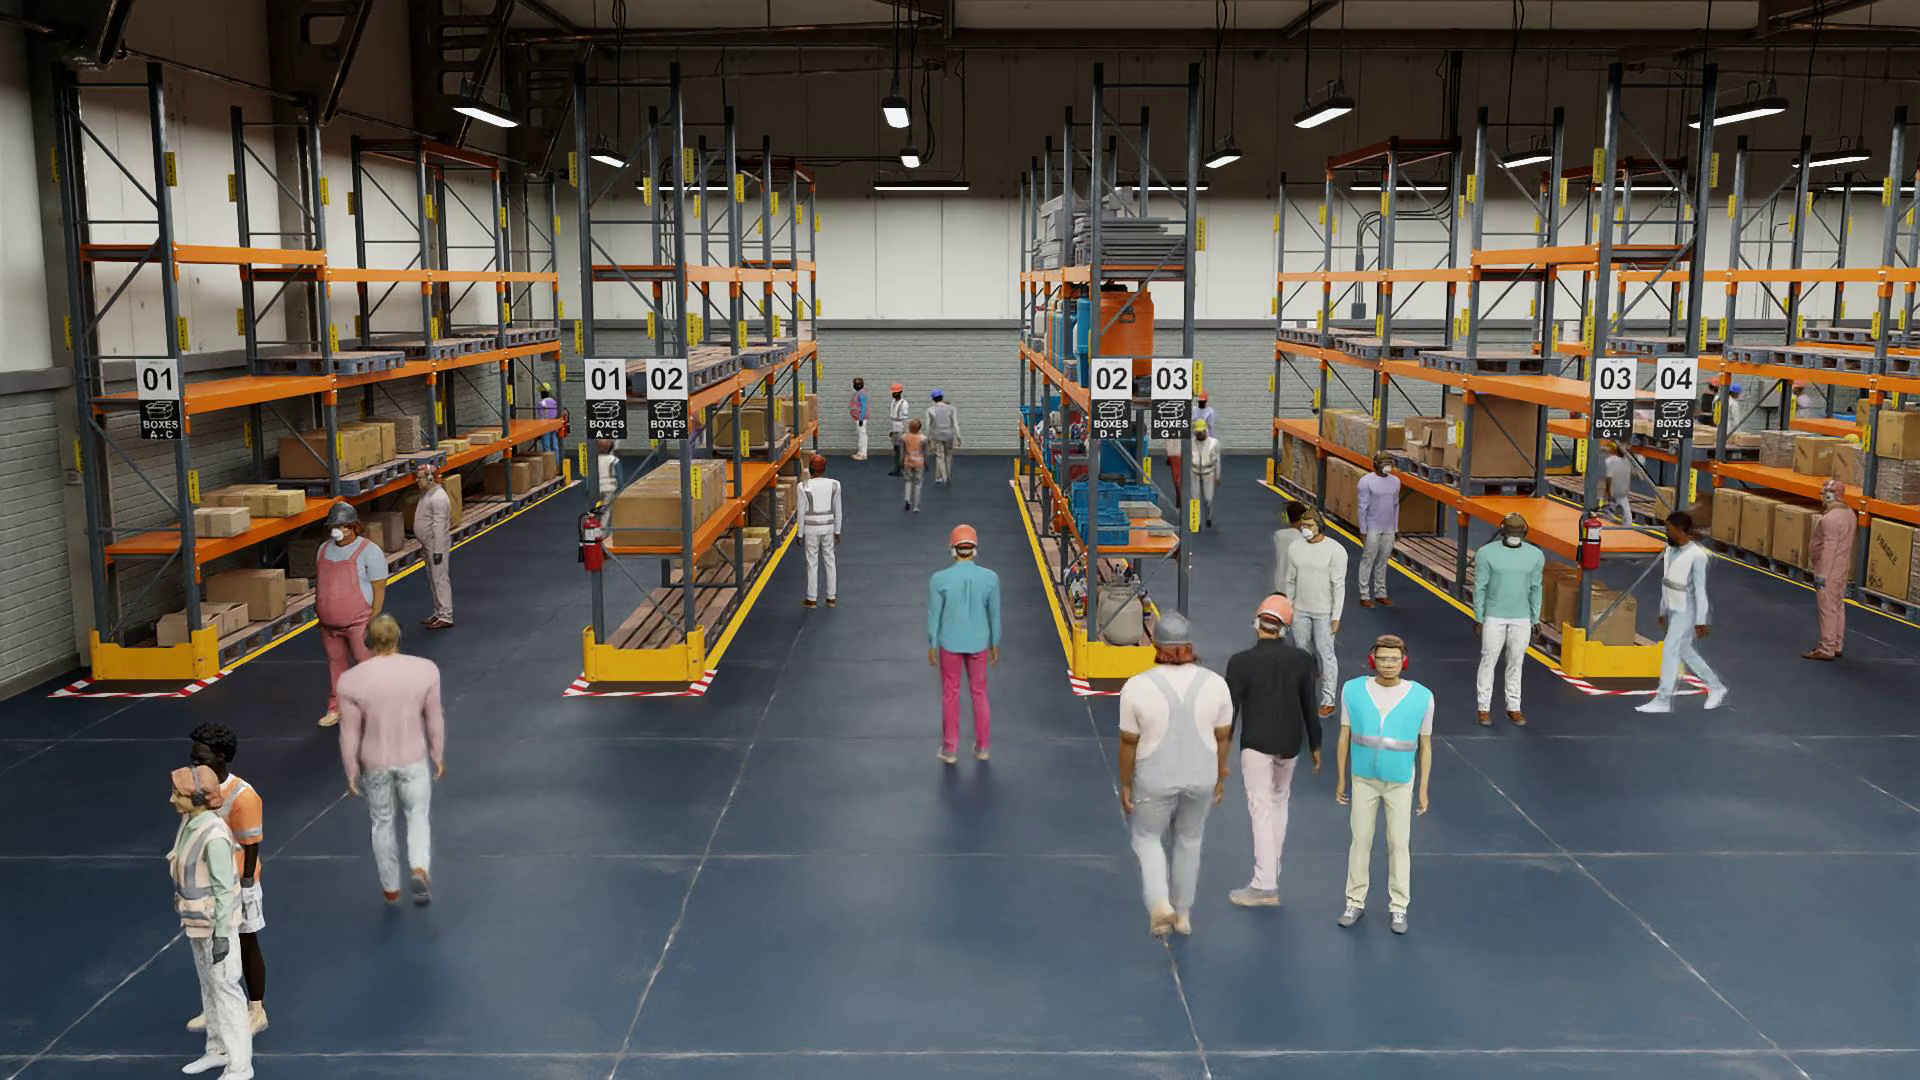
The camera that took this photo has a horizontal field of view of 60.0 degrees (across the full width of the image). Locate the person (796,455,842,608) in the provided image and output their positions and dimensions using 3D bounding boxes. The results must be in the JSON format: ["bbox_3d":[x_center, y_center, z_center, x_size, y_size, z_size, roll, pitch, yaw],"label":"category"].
[{"bbox_3d":[-1.724,-0.104,20.320,0.584,1.882,0.349,-4,10,-25],"label":"person"}]

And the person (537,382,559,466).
[{"bbox_3d":[-8.467,-2.269,34.114,0.385,1.922,0.594,5,10,28],"label":"person"}]

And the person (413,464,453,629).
[{"bbox_3d":[-6.075,0.075,19.143,0.401,1.900,0.636,-5,10,-32],"label":"person"}]

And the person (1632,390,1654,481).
[{"bbox_3d":[13.729,-2.111,33.460,0.638,1.824,0.725,-2,9,-13],"label":"person"}]

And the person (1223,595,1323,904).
[{"bbox_3d":[2.000,1.346,10.831,0.664,1.943,0.702,-3,9,-16],"label":"person"}]

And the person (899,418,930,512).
[{"bbox_3d":[-0.779,-1.290,28.772,0.539,1.624,0.384,2,9,10],"label":"person"}]

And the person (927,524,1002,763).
[{"bbox_3d":[0.033,0.859,13.805,0.621,1.986,0.395,-2,9,-14],"label":"person"}]

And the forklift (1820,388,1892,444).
[{"bbox_3d":[20.072,-3.110,36.462,1.873,2.768,1.129,0,9,0],"label":"forklift"}]

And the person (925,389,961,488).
[{"bbox_3d":[-0.353,-1.982,32.384,0.676,1.885,0.897,-2,9,-13],"label":"person"}]

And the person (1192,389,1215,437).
[{"bbox_3d":[4.626,-1.958,32.138,0.566,1.912,0.541,6,10,32],"label":"person"}]

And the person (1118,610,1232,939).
[{"bbox_3d":[1.290,1.415,10.039,0.695,2.000,0.687,-1,9,-8],"label":"person"}]

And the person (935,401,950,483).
[{"bbox_3d":[-0.346,-1.955,33.041,0.315,1.629,0.509,1,9,6],"label":"person"}]

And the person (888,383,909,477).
[{"bbox_3d":[-1.274,-2.253,34.011,0.387,1.929,0.548,-5,10,-31],"label":"person"}]

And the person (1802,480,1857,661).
[{"bbox_3d":[9.155,0.318,17.539,0.402,1.904,0.651,9,12,44],"label":"person"}]

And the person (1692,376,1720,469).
[{"bbox_3d":[15.690,-2.436,34.921,0.874,2.018,0.620,-6,11,-35],"label":"person"}]

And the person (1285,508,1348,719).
[{"bbox_3d":[3.247,0.662,15.251,0.373,1.933,0.626,-9,12,-44],"label":"person"}]

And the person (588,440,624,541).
[{"bbox_3d":[-5.379,-0.748,25.401,0.530,1.580,0.873,2,9,13],"label":"person"}]

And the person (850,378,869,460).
[{"bbox_3d":[-2.248,-2.717,37.276,0.430,1.840,0.624,-1,9,-9],"label":"person"}]

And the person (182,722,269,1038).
[{"bbox_3d":[-3.881,1.787,8.753,0.534,1.697,0.318,5,10,27],"label":"person"}]

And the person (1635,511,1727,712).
[{"bbox_3d":[6.756,0.664,15.432,0.889,1.878,0.616,0,9,-3],"label":"person"}]

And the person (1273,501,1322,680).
[{"bbox_3d":[3.366,0.519,16.500,0.827,1.831,0.484,-8,12,-42],"label":"person"}]

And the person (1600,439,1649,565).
[{"bbox_3d":[9.324,-0.556,23.383,0.518,1.831,0.909,-3,9,-17],"label":"person"}]

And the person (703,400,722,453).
[{"bbox_3d":[-4.336,-1.545,29.396,0.497,1.943,0.761,-5,10,-30],"label":"person"}]

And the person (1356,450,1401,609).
[{"bbox_3d":[5.116,-0.129,20.299,0.632,1.940,0.372,-5,10,-27],"label":"person"}]

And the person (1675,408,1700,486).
[{"bbox_3d":[13.897,-1.761,31.782,0.270,1.631,0.507,-5,10,-31],"label":"person"}]

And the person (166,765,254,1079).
[{"bbox_3d":[-3.699,1.902,8.197,0.311,1.638,0.523,-7,11,-39],"label":"person"}]

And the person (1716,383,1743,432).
[{"bbox_3d":[15.736,-2.251,34.058,0.433,1.920,0.647,-1,9,-6],"label":"person"}]

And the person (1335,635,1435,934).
[{"bbox_3d":[2.601,1.481,10.229,0.570,1.849,0.383,3,9,21],"label":"person"}]

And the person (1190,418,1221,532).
[{"bbox_3d":[3.839,-1.029,26.472,0.625,1.817,0.424,2,9,14],"label":"person"}]

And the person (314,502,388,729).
[{"bbox_3d":[-5.474,0.671,14.825,0.680,2.000,0.537,2,9,14],"label":"person"}]

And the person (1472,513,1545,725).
[{"bbox_3d":[4.917,0.707,14.940,0.627,1.934,0.372,0,9,1],"label":"person"}]

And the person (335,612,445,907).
[{"bbox_3d":[-3.566,1.405,10.470,0.643,1.926,0.643,-4,10,-23],"label":"person"}]
